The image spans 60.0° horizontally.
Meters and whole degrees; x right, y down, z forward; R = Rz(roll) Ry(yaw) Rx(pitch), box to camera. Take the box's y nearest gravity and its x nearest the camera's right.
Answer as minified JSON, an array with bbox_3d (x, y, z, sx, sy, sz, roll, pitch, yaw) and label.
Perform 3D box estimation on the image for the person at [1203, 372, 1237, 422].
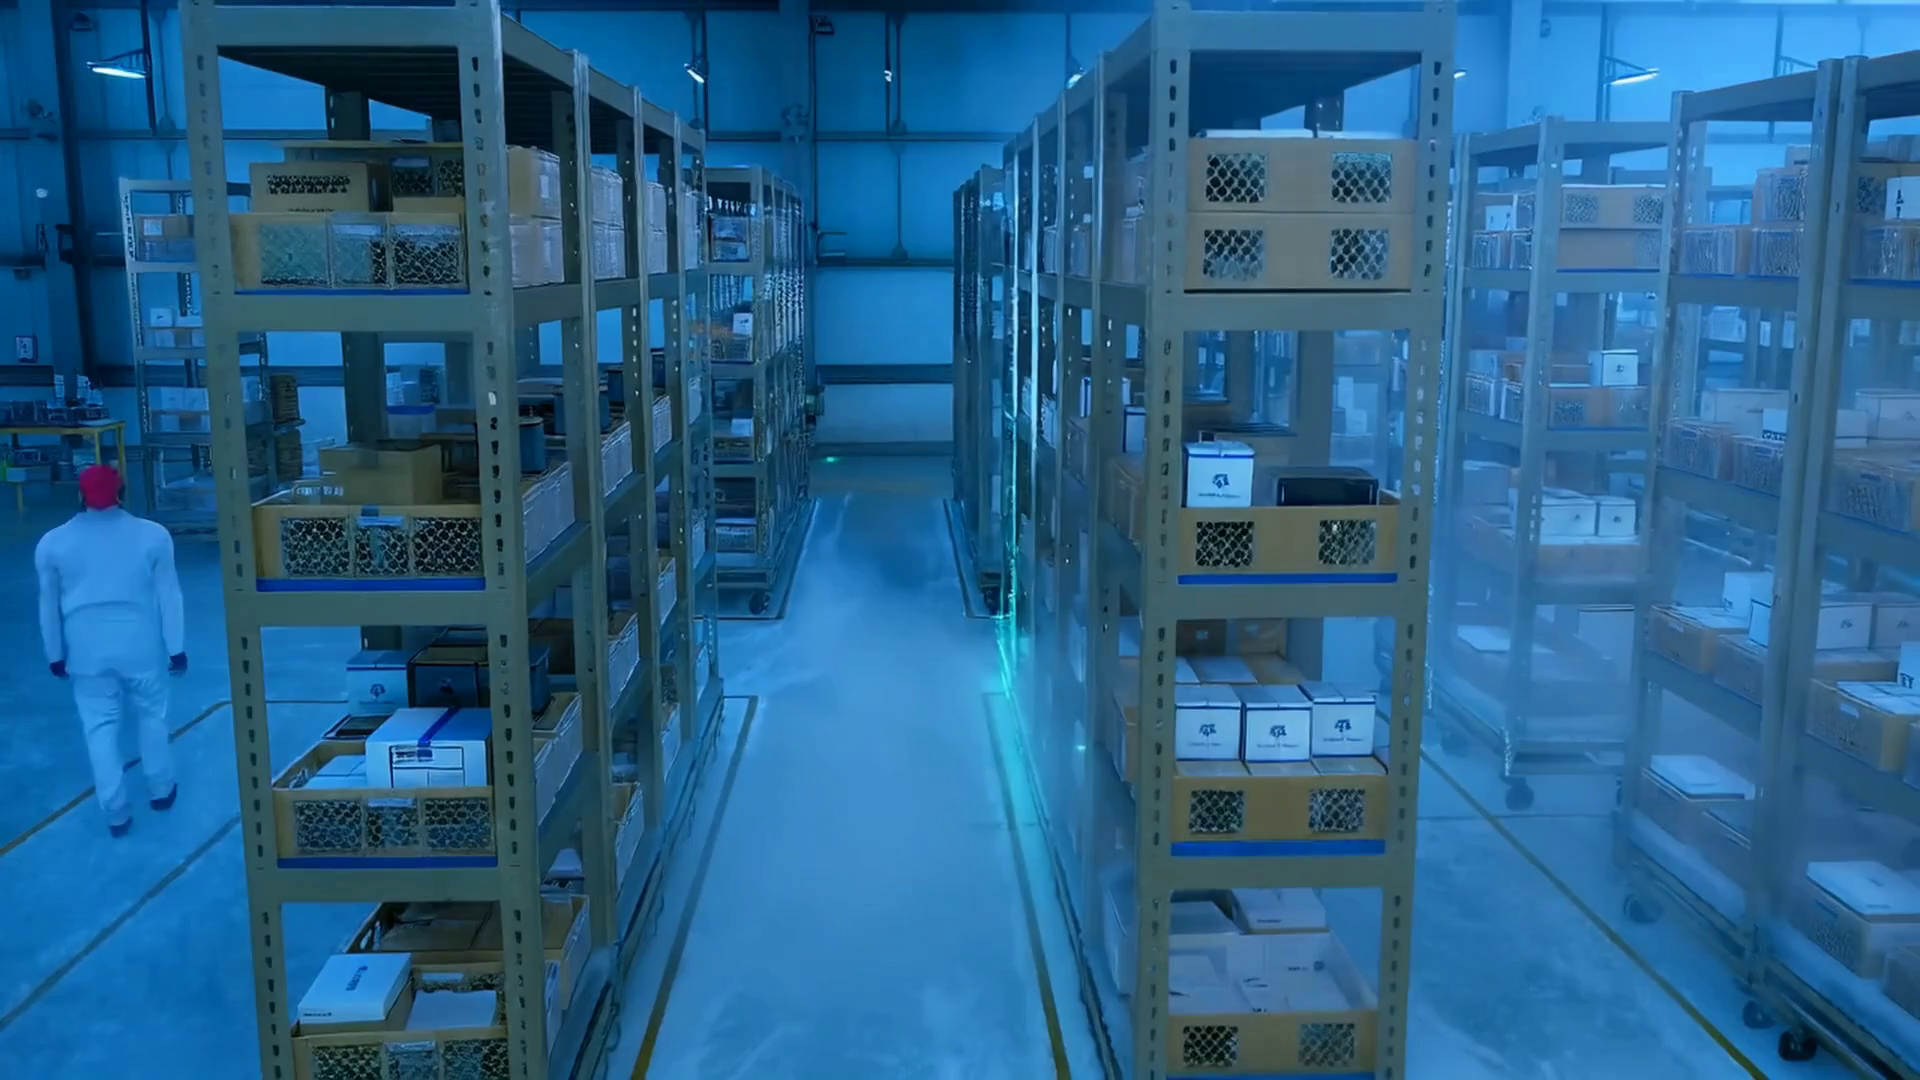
[{"bbox_3d":[2.103,-0.336,13.223,0.380,1.995,0.611,1,10,4],"label":"person"}]

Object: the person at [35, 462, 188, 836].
[{"bbox_3d":[-4.353,0.529,8.603,0.673,1.881,0.785,-4,11,-21],"label":"person"}]
